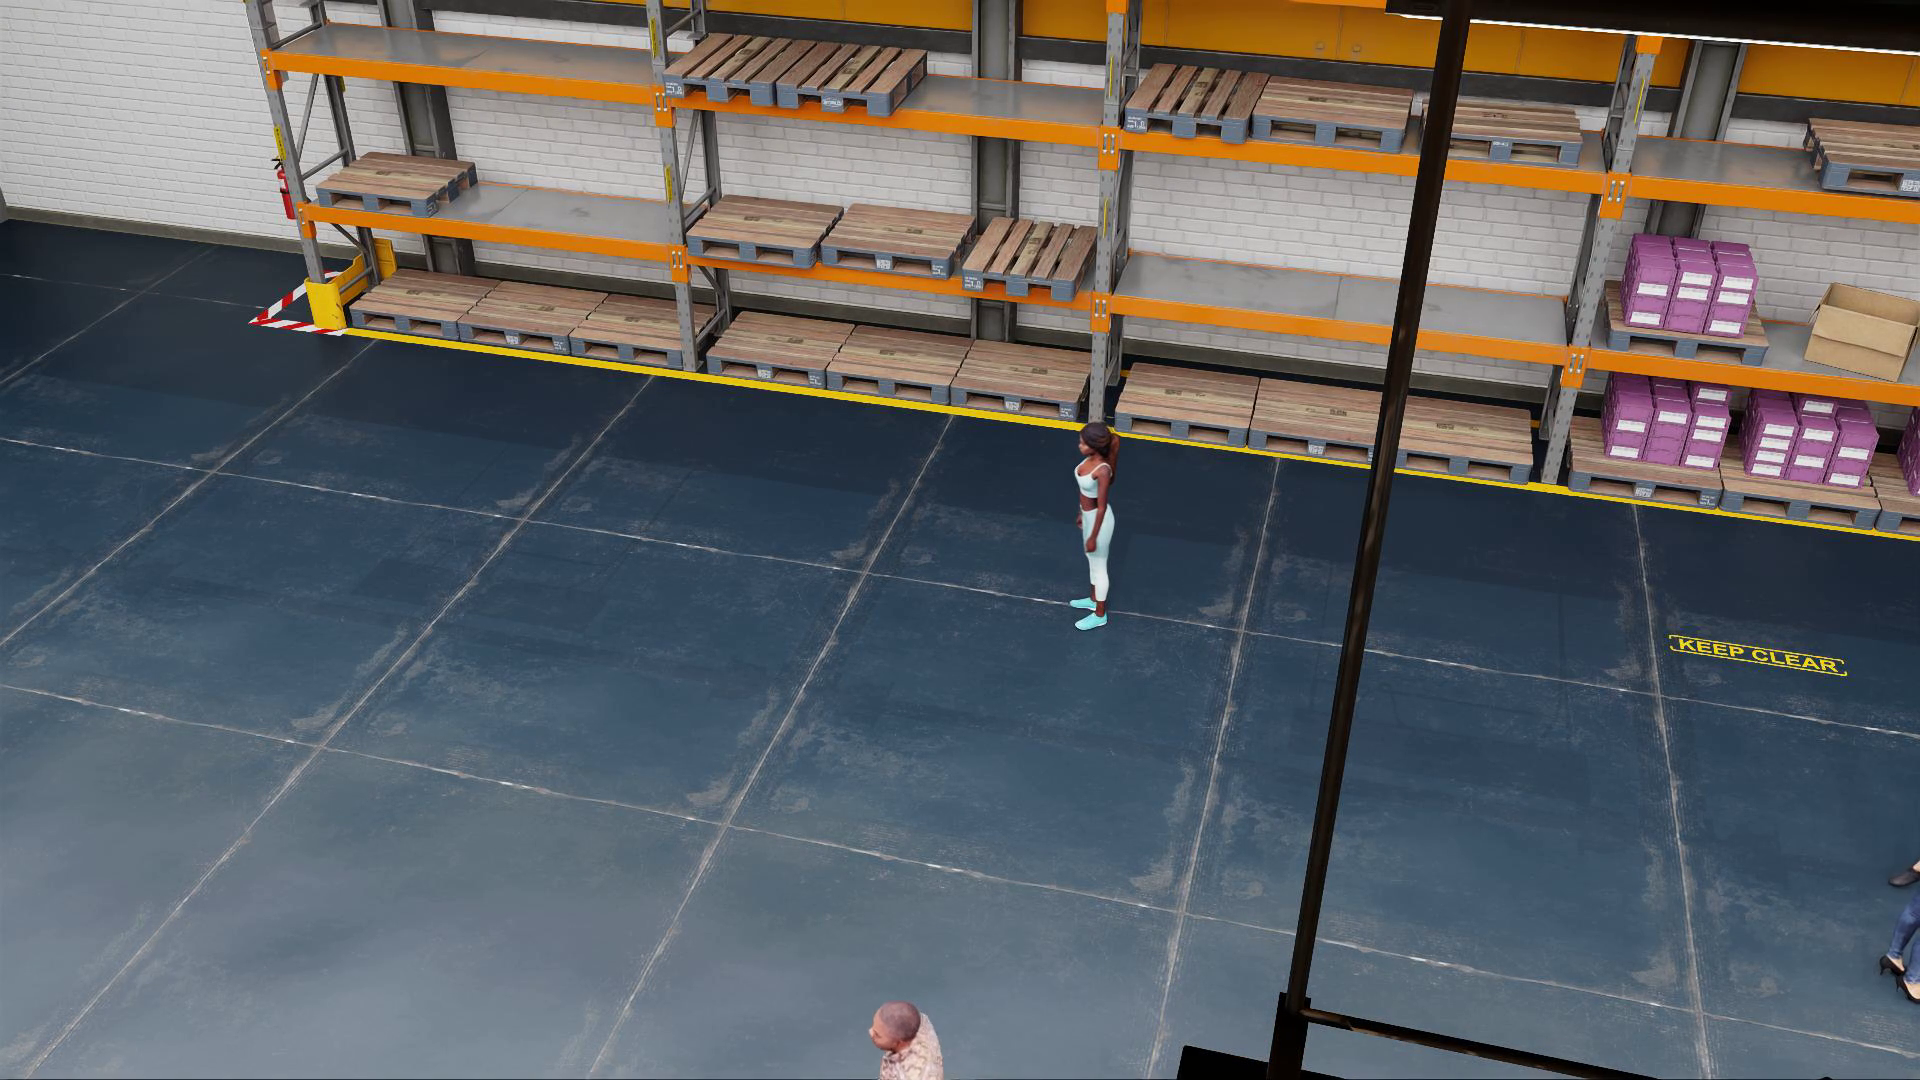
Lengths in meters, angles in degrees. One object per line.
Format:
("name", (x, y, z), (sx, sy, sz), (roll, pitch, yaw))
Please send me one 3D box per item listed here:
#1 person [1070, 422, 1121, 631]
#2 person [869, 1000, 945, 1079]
("person", (1.000, -0.123, 12.298), (0.643, 1.726, 0.637), (-4, 34, -6))
("person", (-0.090, 2.813, 7.845), (1.236, 1.767, 0.972), (-6, 34, -8))
